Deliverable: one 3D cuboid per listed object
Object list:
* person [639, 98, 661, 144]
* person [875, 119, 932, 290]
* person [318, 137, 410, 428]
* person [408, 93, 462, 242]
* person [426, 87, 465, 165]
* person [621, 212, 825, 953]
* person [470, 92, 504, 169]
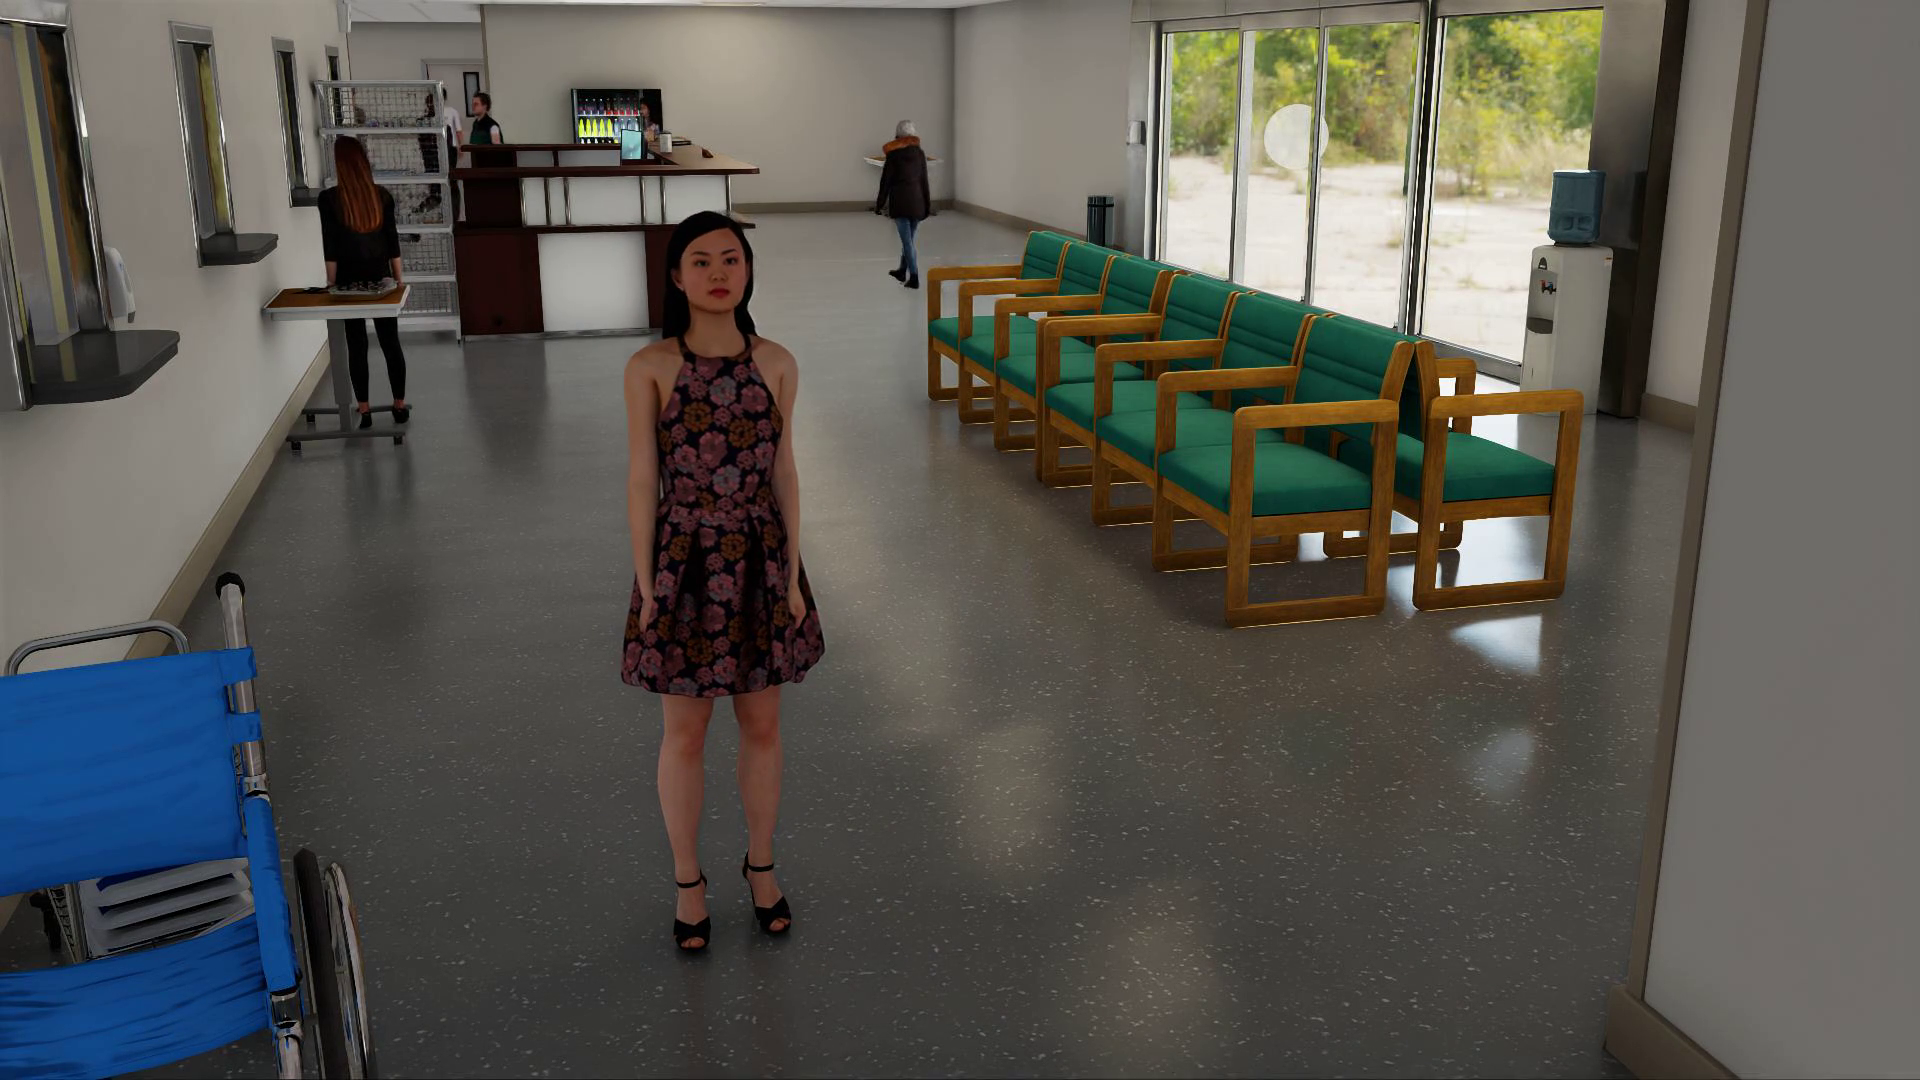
[{"bbox_3d":[-4.176,-5.250,23.162,1.104,1.680,0.741,-4,16,-13],"label":"person"},{"bbox_3d":[-0.480,-3.245,16.188,0.956,1.605,0.876,-11,19,-35],"label":"person"},{"bbox_3d":[-3.564,-1.542,9.961,0.550,1.707,0.715,-9,18,-28],"label":"person"},{"bbox_3d":[-6.490,-4.556,20.478,1.223,1.803,1.052,4,16,15],"label":"person"},{"bbox_3d":[-7.988,-6.060,25.819,1.185,1.799,0.797,-3,16,-10],"label":"person"},{"bbox_3d":[-0.567,0.121,3.941,0.638,1.774,0.752,-6,17,-21],"label":"person"},{"bbox_3d":[-5.576,-4.333,19.608,0.755,1.844,0.740,-14,21,-40],"label":"person"}]
